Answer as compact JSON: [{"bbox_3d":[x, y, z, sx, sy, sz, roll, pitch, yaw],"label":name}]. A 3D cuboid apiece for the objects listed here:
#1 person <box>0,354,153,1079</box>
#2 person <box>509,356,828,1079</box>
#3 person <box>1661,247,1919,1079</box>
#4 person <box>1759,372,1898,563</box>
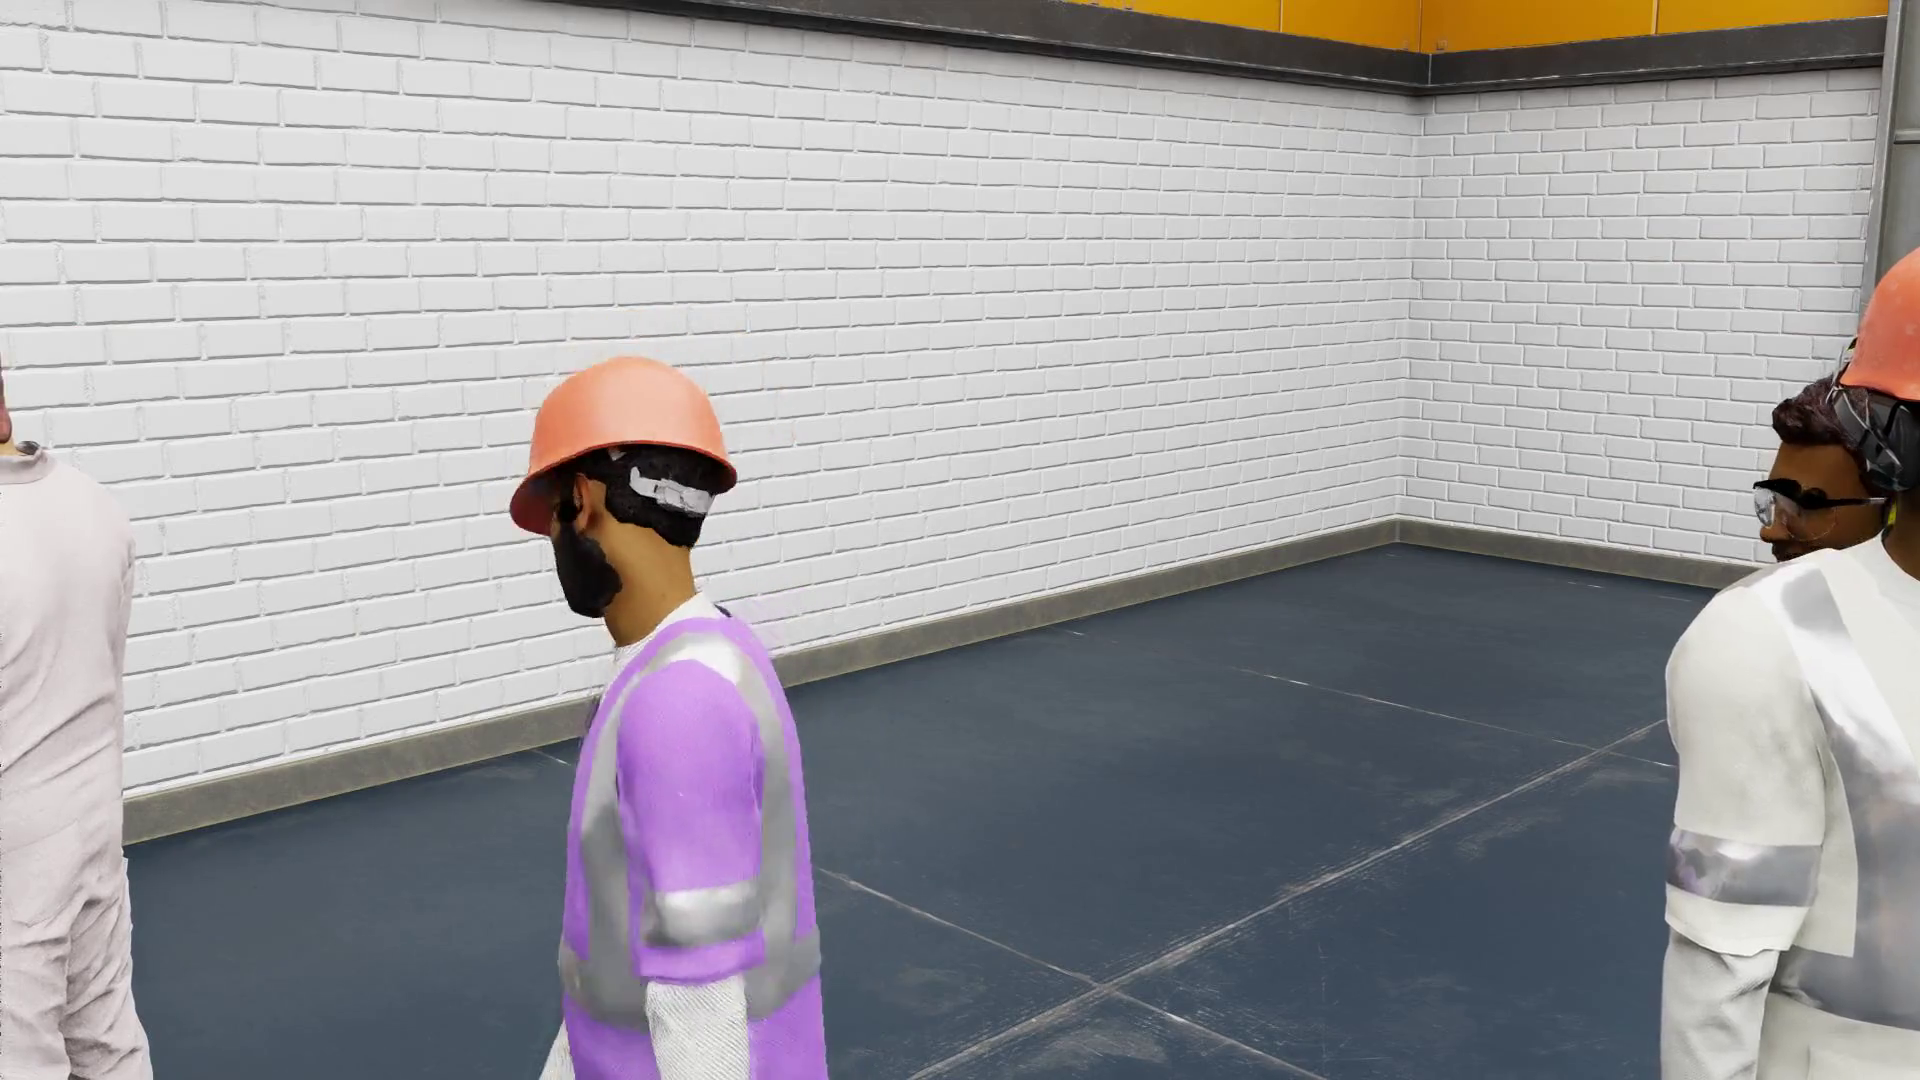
[{"bbox_3d":[-1.684,0.556,2.895,0.407,1.902,0.639,0,10,1],"label":"person"},{"bbox_3d":[-0.345,0.729,2.039,0.375,1.878,0.655,-2,11,-12],"label":"person"},{"bbox_3d":[1.049,0.678,1.838,0.614,2.042,0.373,-4,11,-20],"label":"person"},{"bbox_3d":[1.109,0.715,2.128,0.327,1.871,0.535,0,10,-1],"label":"person"}]
